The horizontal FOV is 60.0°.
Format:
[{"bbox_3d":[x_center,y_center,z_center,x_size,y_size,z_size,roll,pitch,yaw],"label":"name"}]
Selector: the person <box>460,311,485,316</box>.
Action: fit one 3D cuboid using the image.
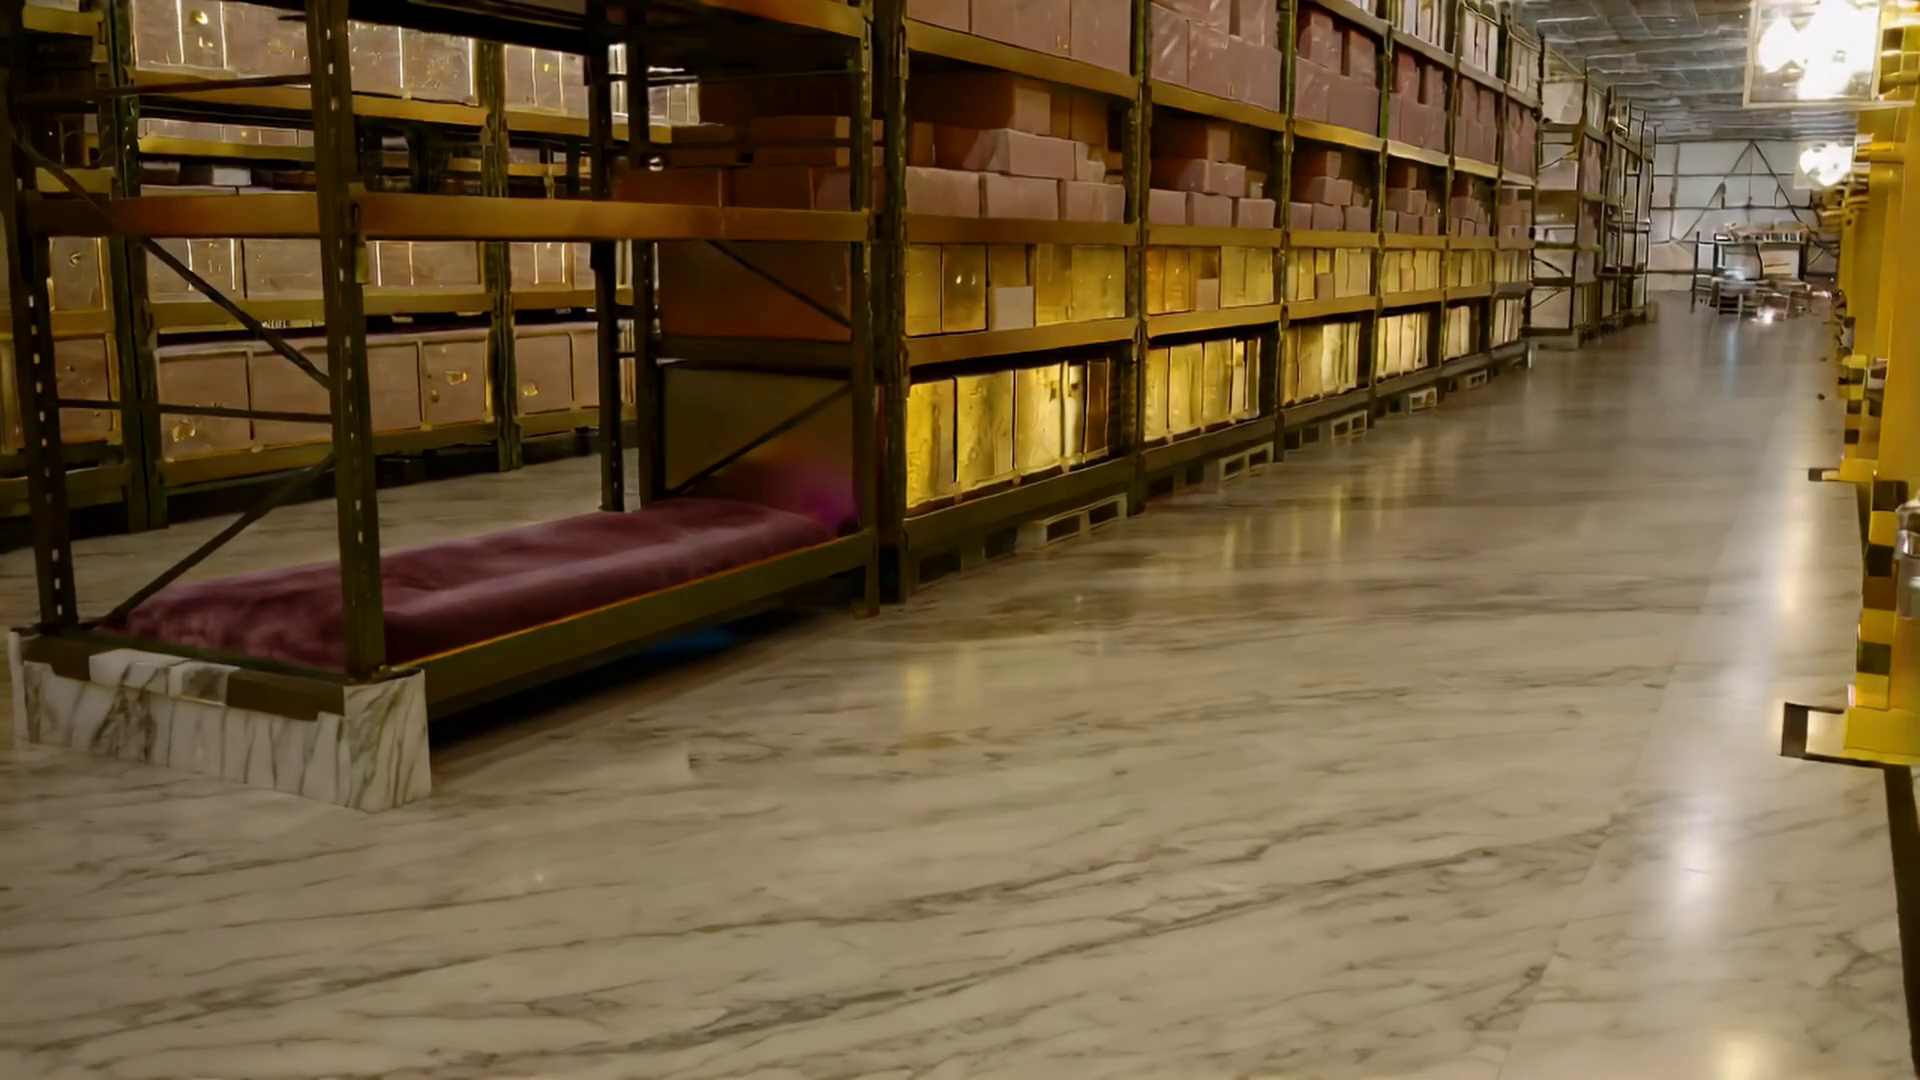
[{"bbox_3d":[-6.096,-2.420,21.373,0.600,1.836,0.404,-2,10,-12],"label":"person"}]
